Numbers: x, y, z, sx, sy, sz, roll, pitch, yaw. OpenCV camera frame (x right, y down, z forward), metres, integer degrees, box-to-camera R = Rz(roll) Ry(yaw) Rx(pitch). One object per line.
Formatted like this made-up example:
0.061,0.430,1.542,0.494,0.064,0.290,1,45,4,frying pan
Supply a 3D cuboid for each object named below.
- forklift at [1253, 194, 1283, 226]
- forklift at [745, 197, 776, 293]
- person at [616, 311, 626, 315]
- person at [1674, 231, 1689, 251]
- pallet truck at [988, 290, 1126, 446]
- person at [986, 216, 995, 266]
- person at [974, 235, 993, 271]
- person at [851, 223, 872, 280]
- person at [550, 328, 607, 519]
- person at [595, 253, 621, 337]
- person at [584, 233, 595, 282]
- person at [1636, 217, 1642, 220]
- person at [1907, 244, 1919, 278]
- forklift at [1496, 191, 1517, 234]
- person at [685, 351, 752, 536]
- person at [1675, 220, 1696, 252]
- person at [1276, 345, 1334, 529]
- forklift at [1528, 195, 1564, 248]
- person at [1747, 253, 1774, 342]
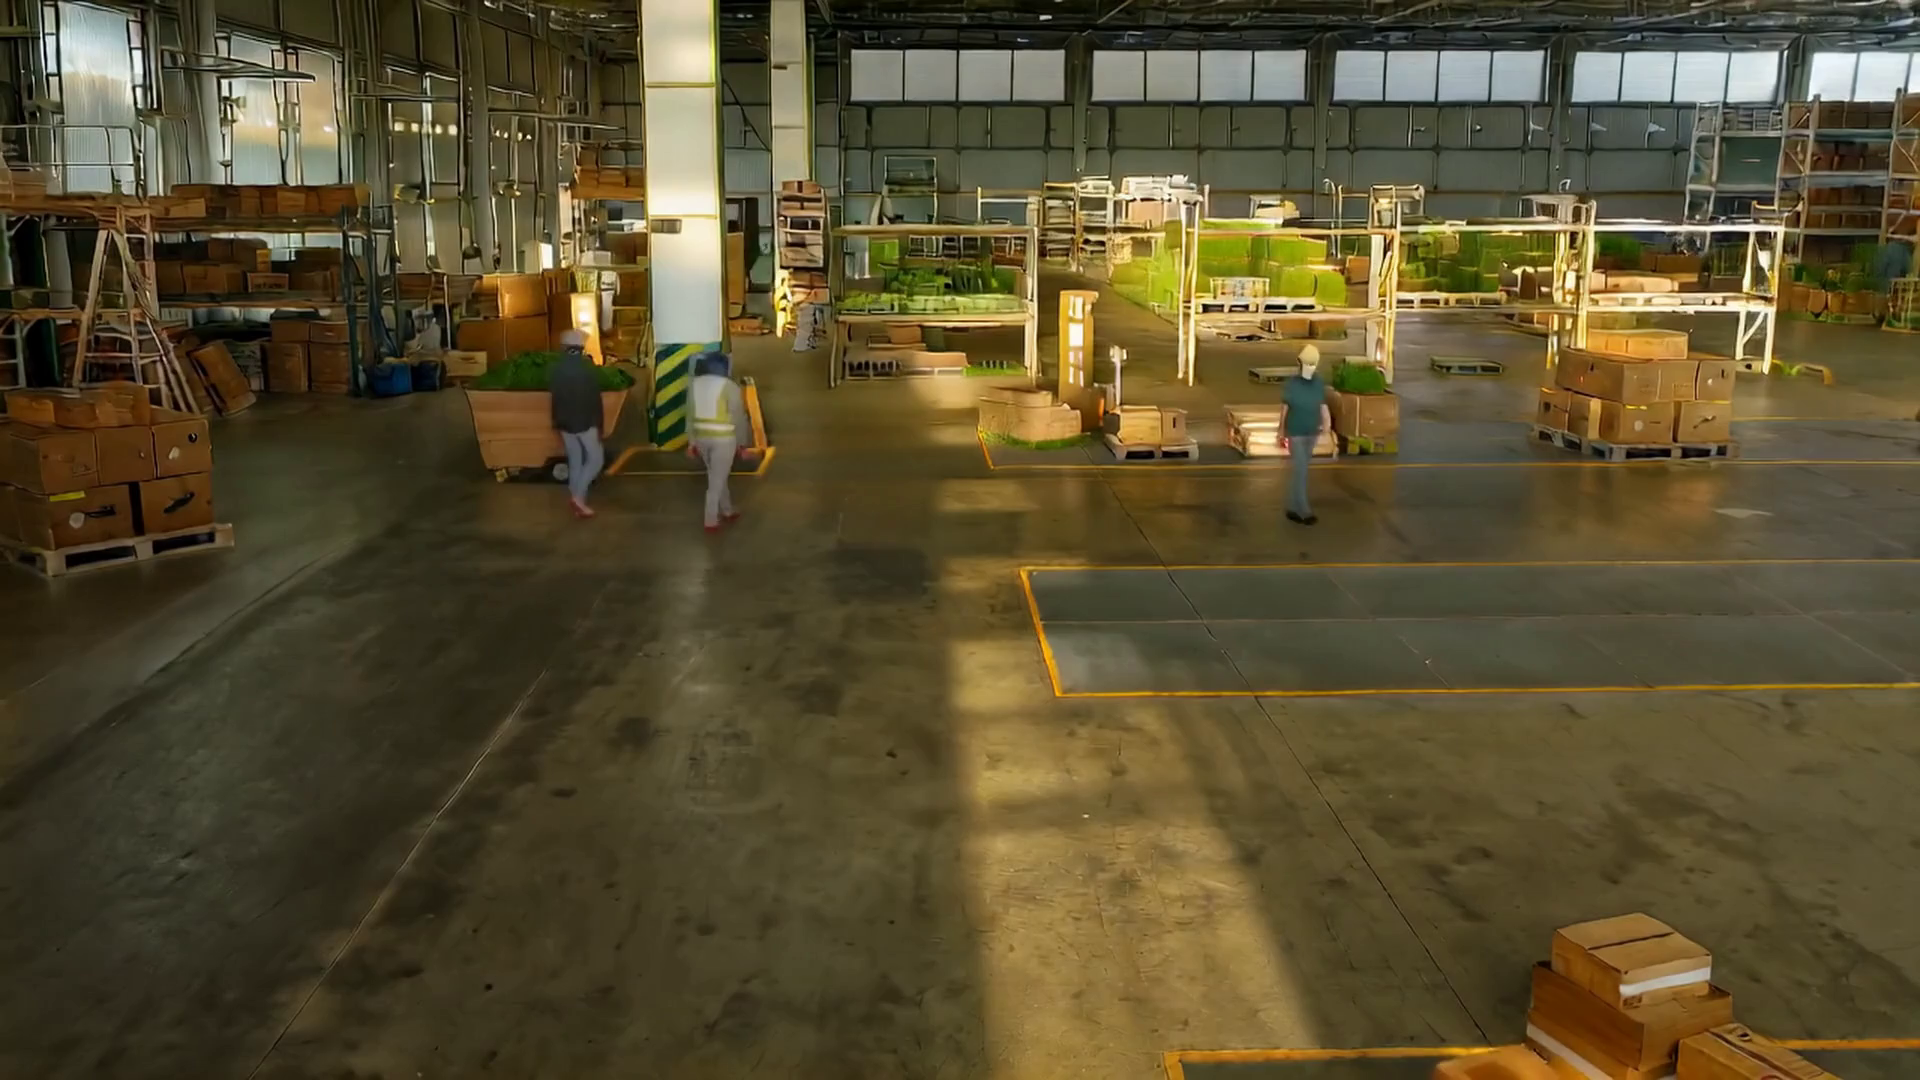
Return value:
10.063,-9.939,54.595,1.129,2.768,1.873,3,13,13,forklift
-6.030,-8.607,48.580,1.873,2.768,1.129,0,12,-2,forklift
-8.354,-6.565,41.841,0.527,1.785,1.000,9,16,36,person
25.162,-10.077,58.171,0.568,1.582,0.865,2,13,8,person
1.257,-2.299,22.111,1.885,1.965,0.823,-9,15,-35,pallet truck
1.093,-11.383,63.394,0.561,1.878,1.021,-2,13,-9,person
0.671,-8.274,49.329,0.651,1.888,0.867,6,14,26,person
-3.317,-9.621,55.437,0.651,1.878,1.032,-7,15,-30,person
-3.924,-1.175,17.069,0.641,1.979,0.484,6,14,24,person
-7.667,-5.367,36.331,0.602,1.837,0.944,-9,15,-36,person
-12.048,-9.184,54.121,0.856,1.593,0.536,8,15,33,person
24.195,-10.535,59.387,0.656,1.949,0.996,12,17,43,person
25.903,-7.273,44.907,0.645,1.852,1.016,-2,13,-9,person
20.629,-11.779,62.901,1.873,2.768,1.129,0,12,-2,forklift
-2.347,-0.983,16.609,0.649,1.800,0.910,6,14,25,person
25.403,-10.227,58.103,0.662,1.906,0.881,-1,13,-6,person
3.529,-1.023,16.701,0.554,1.838,0.859,-4,13,-19,person
18.570,-9.558,52.874,1.129,2.768,1.873,-1,13,-3,forklift
16.992,-5.149,35.329,0.609,1.860,0.845,3,13,14,person
